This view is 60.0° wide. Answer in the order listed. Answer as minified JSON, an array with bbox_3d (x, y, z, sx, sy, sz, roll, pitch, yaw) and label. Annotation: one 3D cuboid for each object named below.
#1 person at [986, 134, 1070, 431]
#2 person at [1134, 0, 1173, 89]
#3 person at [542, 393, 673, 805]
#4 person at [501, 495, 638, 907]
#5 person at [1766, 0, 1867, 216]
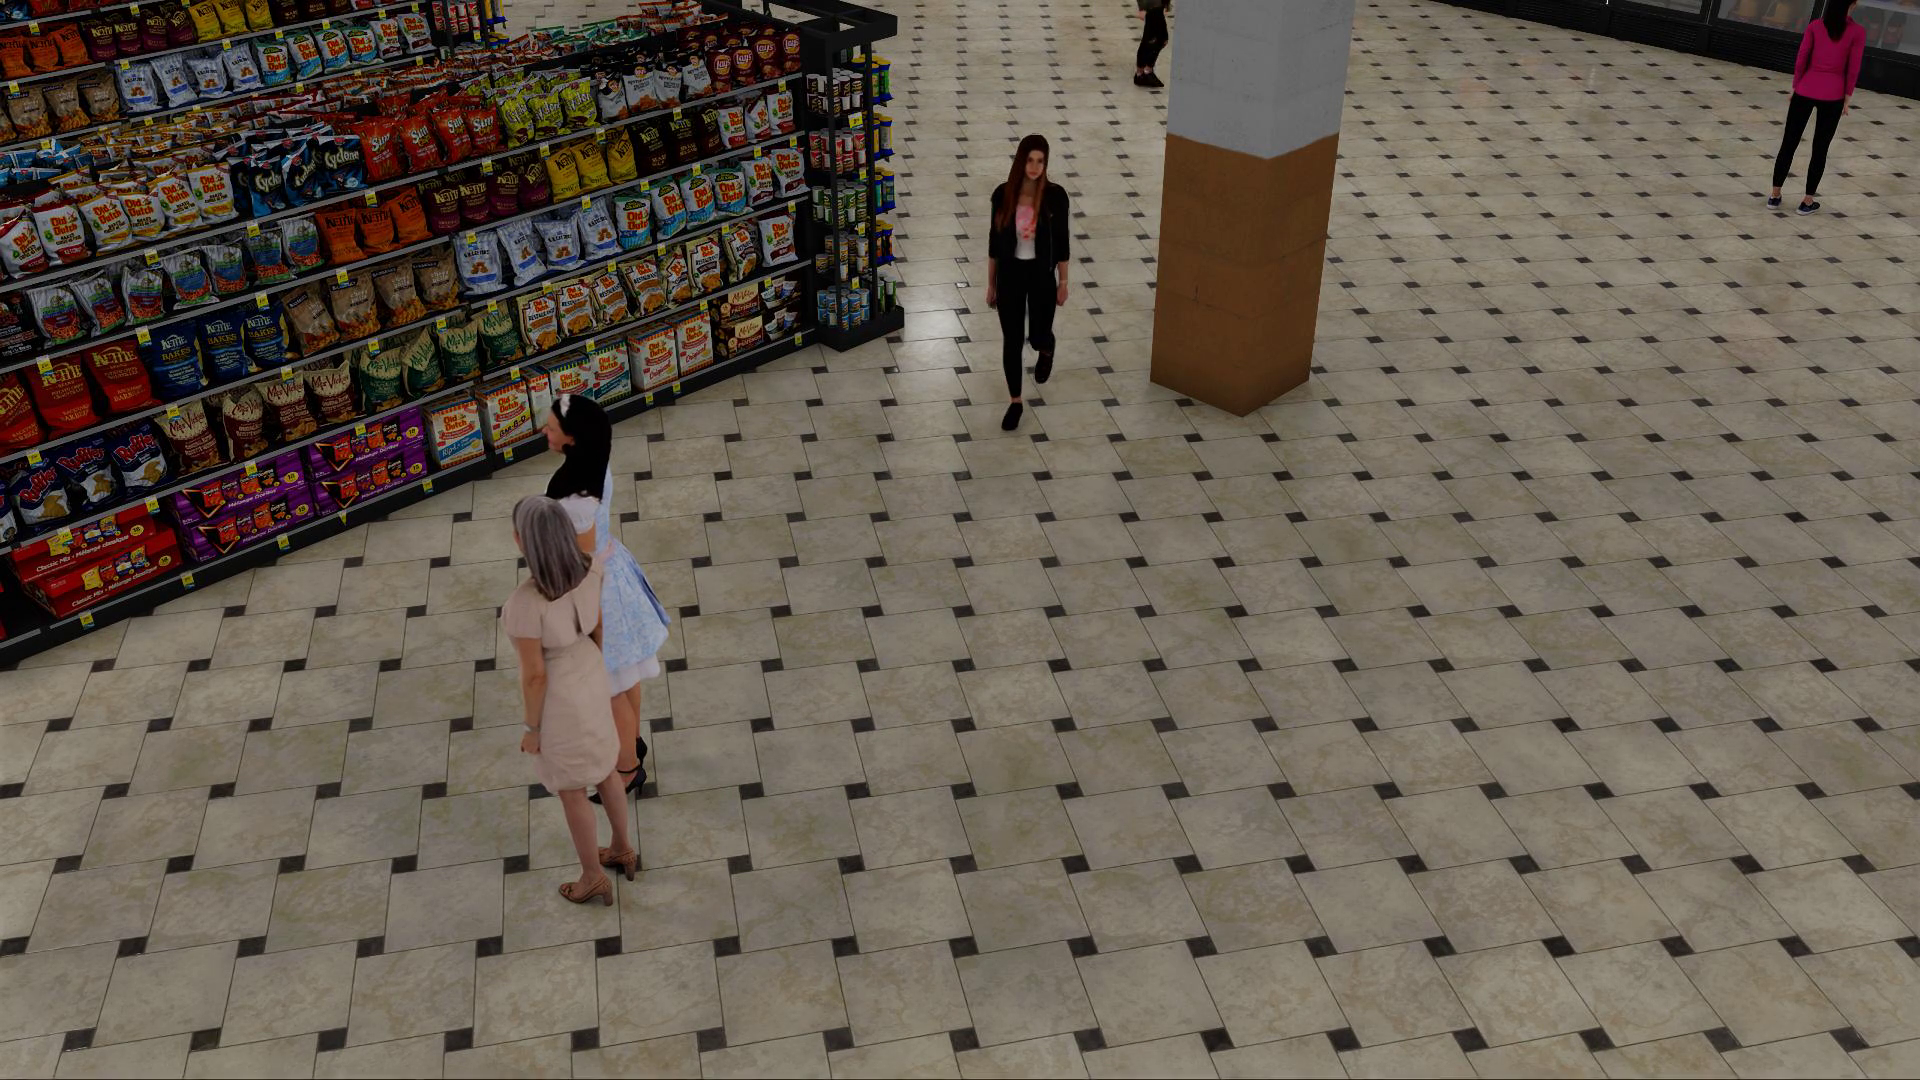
[{"bbox_3d":[0.401,-1.496,9.422,0.890,1.693,1.024,8,33,12],"label":"person"},{"bbox_3d":[1.669,-4.824,14.983,0.757,1.468,0.633,13,34,20],"label":"person"},{"bbox_3d":[-1.417,0.246,6.500,0.915,1.822,0.858,-2,32,-3],"label":"person"},{"bbox_3d":[-1.406,0.601,6.012,0.718,1.735,0.574,16,35,24],"label":"person"},{"bbox_3d":[6.323,-3.262,12.256,0.614,1.698,0.594,22,38,31],"label":"person"}]
